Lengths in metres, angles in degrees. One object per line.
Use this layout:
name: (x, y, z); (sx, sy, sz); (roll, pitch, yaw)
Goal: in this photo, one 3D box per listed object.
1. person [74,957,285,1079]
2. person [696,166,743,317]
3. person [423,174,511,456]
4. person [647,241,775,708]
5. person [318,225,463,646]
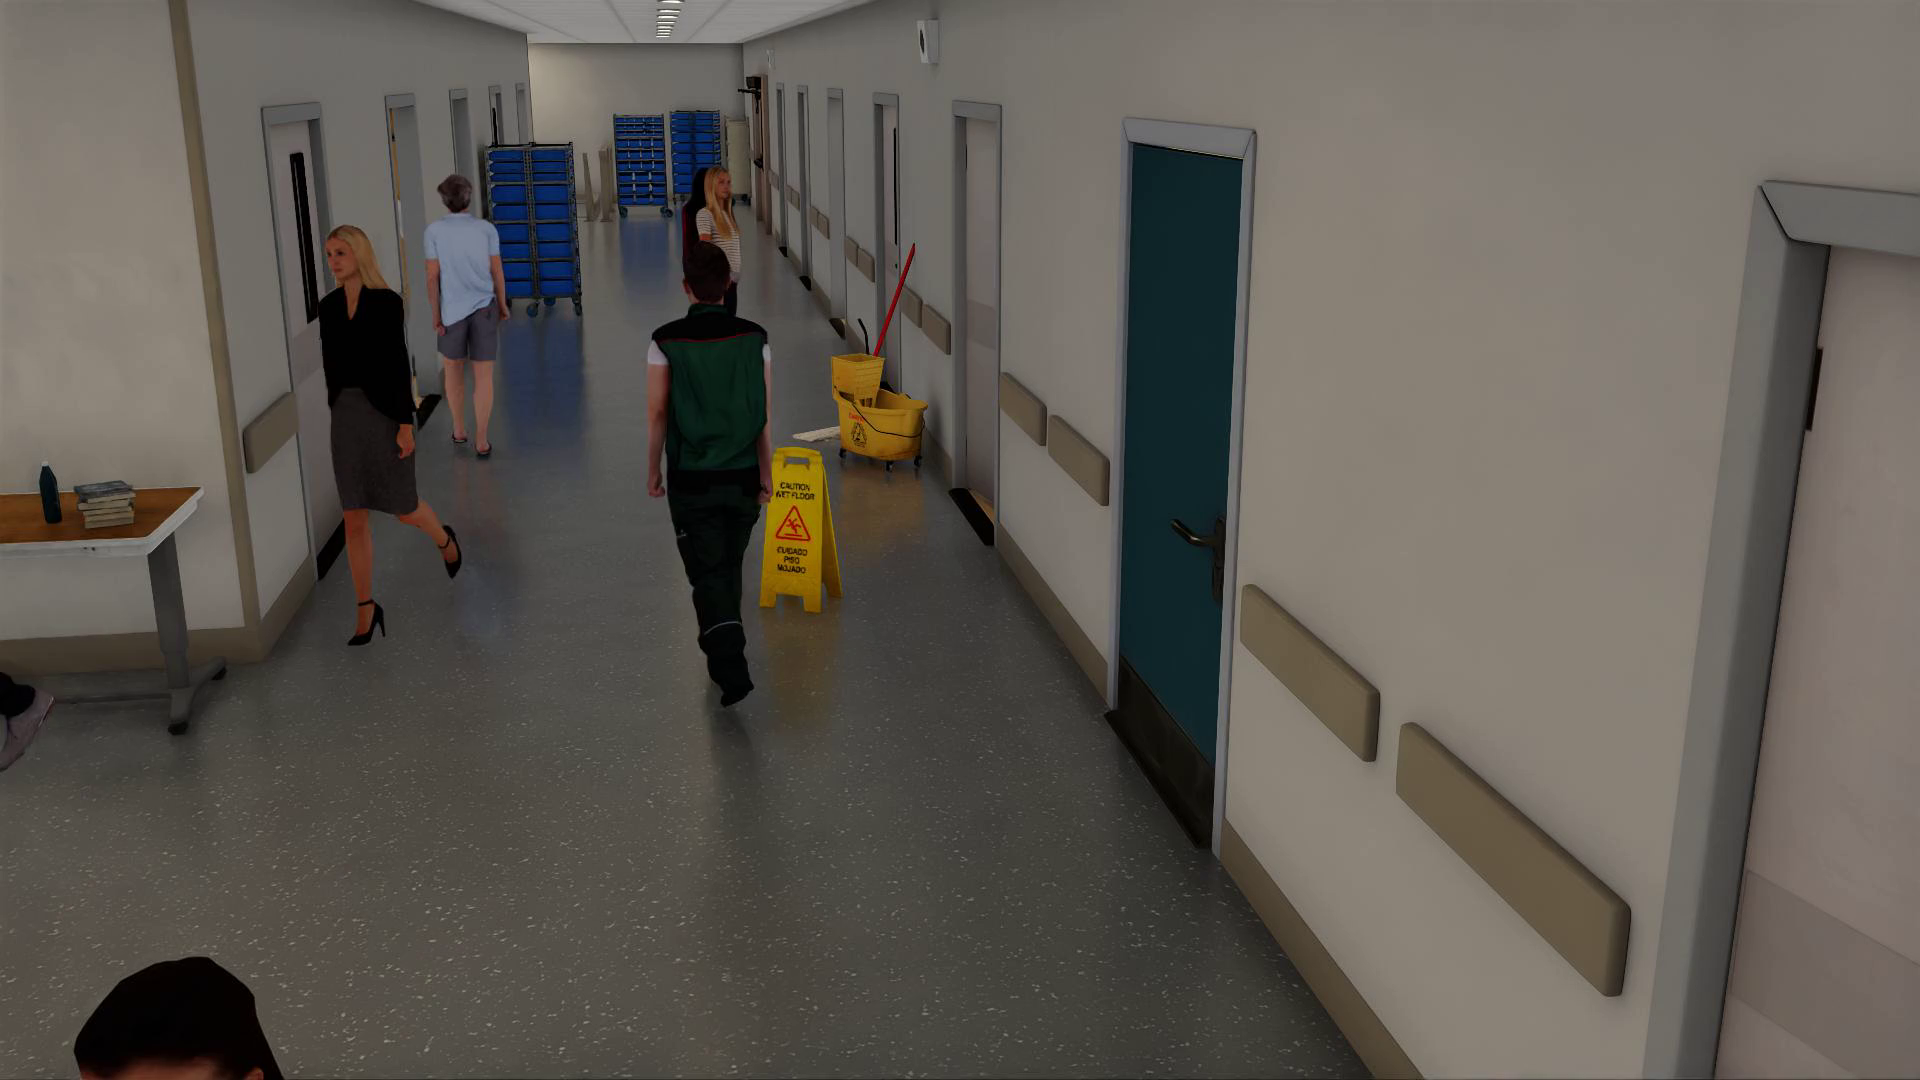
person: (-0.850, 1.193, 1.979); (0.540, 1.553, 0.598); (-2, 16, -8)
person: (-1.754, -1.772, 12.012); (0.743, 1.823, 0.593); (3, 16, 11)
person: (-3.223, -1.451, 10.896); (0.671, 1.811, 0.846); (-3, 16, -11)
person: (-0.950, -0.224, 6.546); (0.780, 1.805, 1.201); (-6, 17, -19)
person: (-2.533, -0.461, 7.377); (0.890, 1.814, 1.161); (4, 16, 13)
